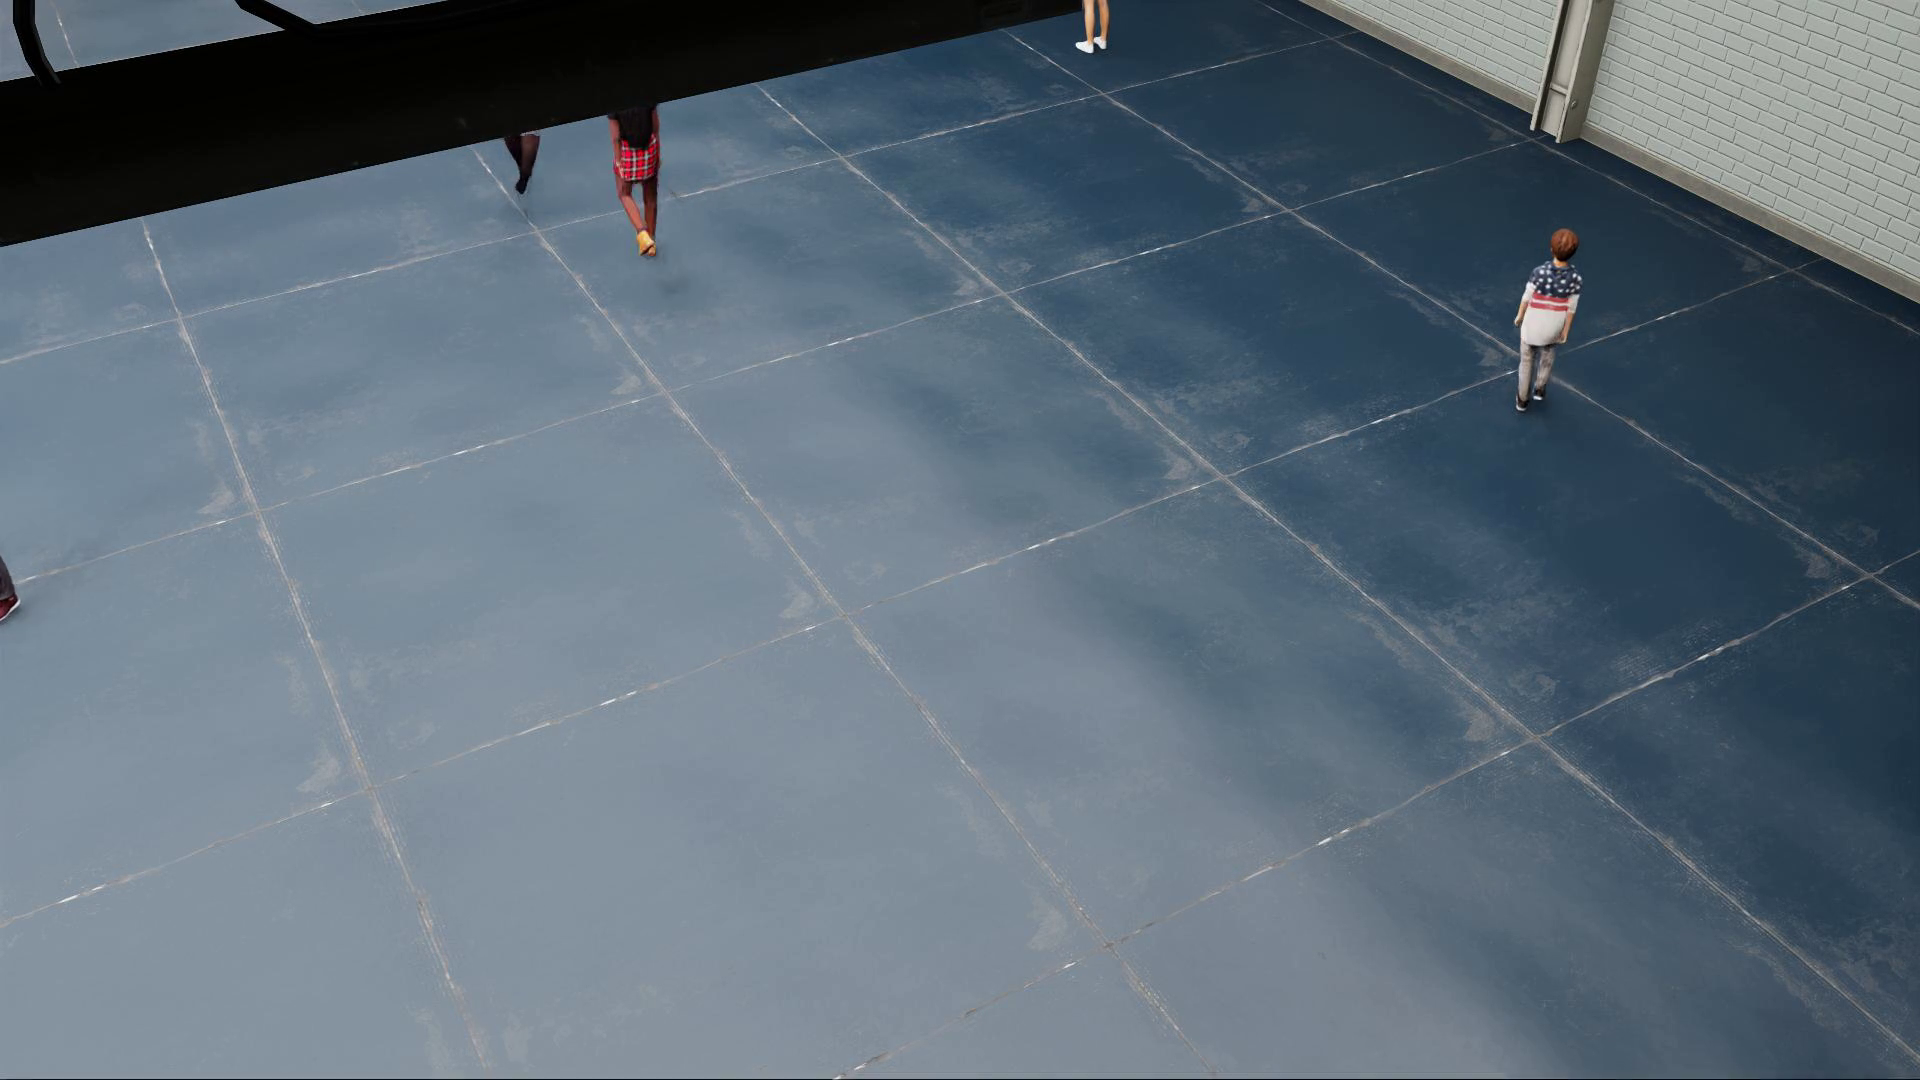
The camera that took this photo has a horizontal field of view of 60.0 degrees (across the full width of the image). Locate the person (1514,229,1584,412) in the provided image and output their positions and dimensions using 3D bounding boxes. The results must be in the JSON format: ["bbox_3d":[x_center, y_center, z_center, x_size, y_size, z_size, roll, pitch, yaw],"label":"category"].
[{"bbox_3d":[4.227,-1.557,12.015,0.632,1.428,0.686,7,39,8],"label":"person"}]

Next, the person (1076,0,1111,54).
[{"bbox_3d":[1.432,-5.997,17.445,0.581,1.729,0.516,-21,42,-24],"label":"person"}]

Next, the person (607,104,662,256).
[{"bbox_3d":[-2.630,-3.099,13.754,0.581,1.712,0.775,-20,42,-24],"label":"person"}]
